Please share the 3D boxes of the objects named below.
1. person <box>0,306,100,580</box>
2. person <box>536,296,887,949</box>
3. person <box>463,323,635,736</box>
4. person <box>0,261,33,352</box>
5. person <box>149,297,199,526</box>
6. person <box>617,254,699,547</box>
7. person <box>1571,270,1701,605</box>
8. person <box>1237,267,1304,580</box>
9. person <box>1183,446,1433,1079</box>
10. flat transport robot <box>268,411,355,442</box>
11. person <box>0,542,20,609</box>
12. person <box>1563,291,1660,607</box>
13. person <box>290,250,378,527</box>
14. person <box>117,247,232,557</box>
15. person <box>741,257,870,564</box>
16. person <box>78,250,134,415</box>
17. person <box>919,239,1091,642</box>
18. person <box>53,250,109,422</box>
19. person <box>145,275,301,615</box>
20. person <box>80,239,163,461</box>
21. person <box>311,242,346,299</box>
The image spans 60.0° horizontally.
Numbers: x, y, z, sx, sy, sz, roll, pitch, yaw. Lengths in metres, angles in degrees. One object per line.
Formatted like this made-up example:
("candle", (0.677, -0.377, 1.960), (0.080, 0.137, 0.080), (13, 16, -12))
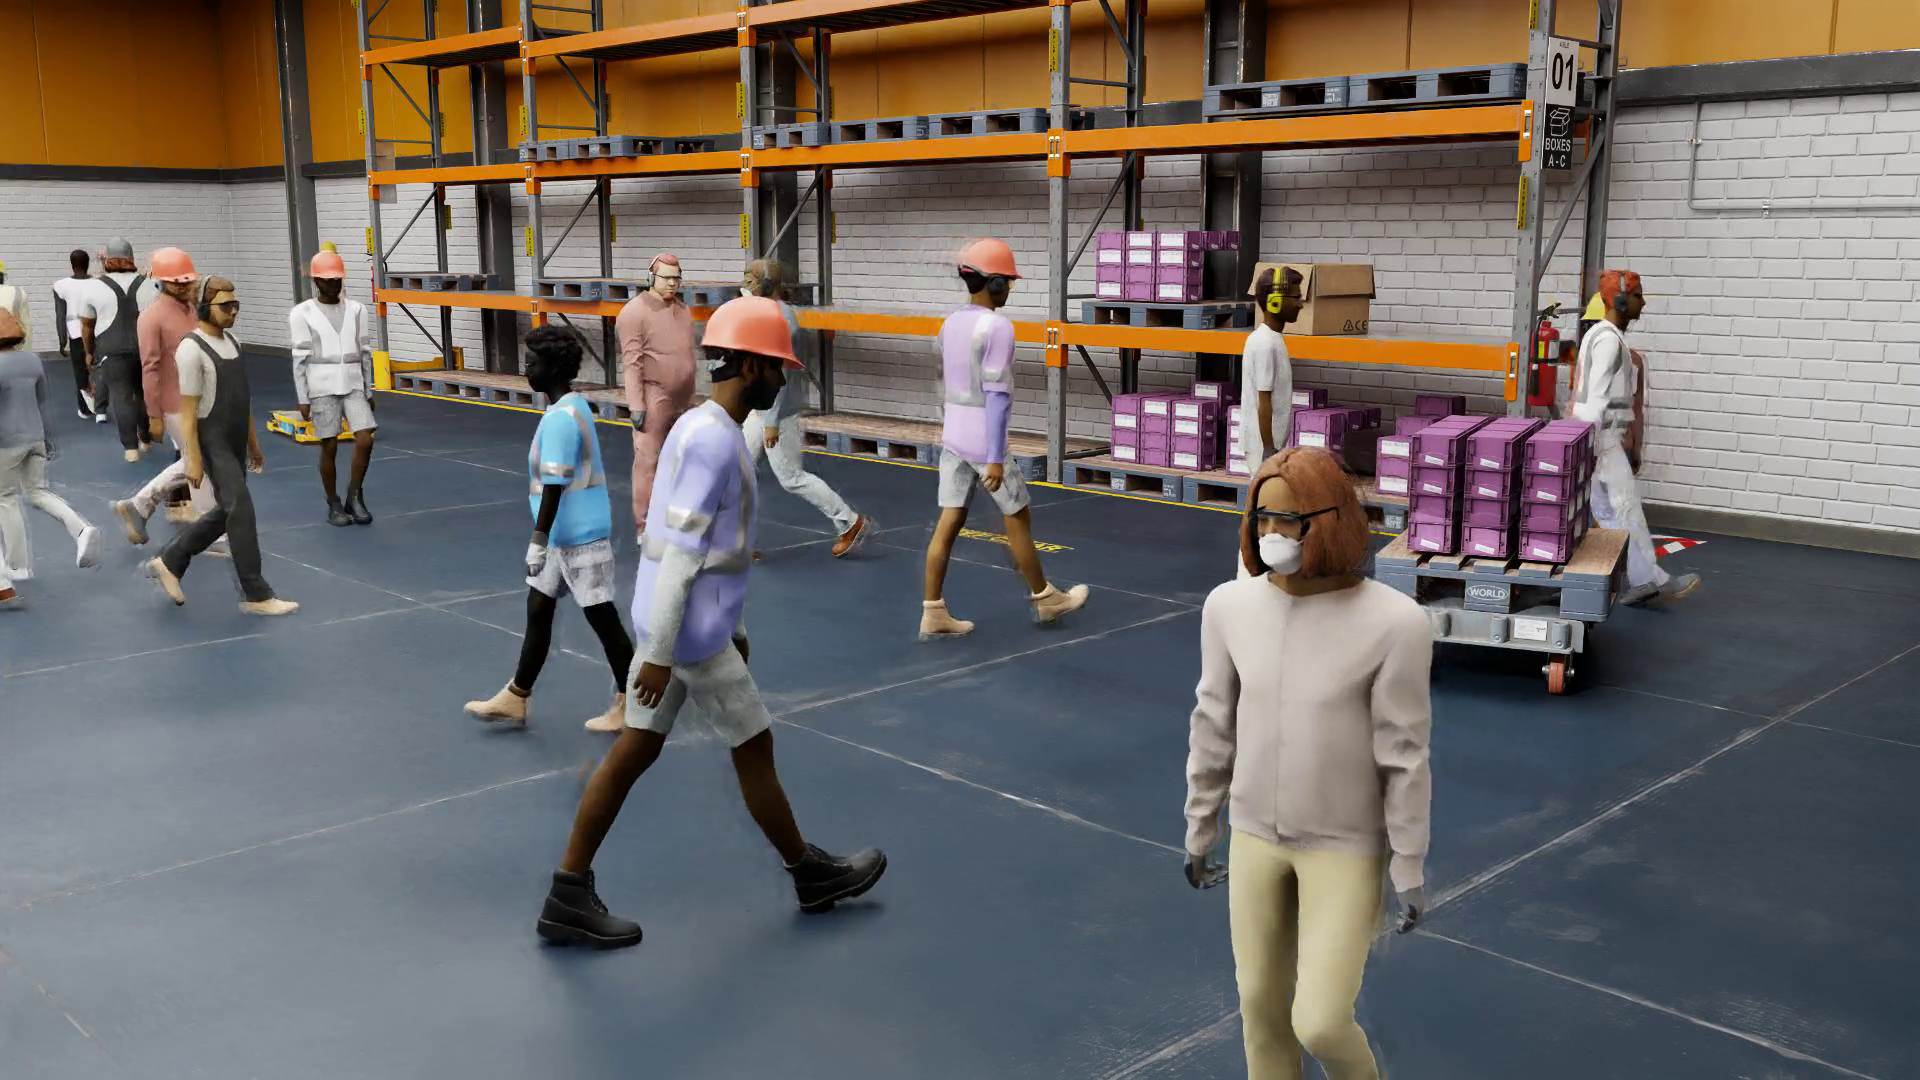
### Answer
("person", (-5.430, -0.555, 9.716), (0.590, 1.613, 0.519), (2, 11, 11))
("person", (-0.747, 0.239, 4.775), (1.076, 1.846, 0.548), (-4, 11, -18))
("person", (-1.663, -0.021, 6.644), (0.819, 1.657, 0.552), (-2, 11, -10))
("person", (-10.200, -2.090, 17.665), (0.593, 1.787, 0.937), (-7, 13, -35))
("person", (-5.316, -0.906, 11.496), (0.583, 1.674, 0.538), (2, 11, 10))
("person", (-1.905, -0.892, 10.790), (0.404, 1.903, 0.636), (6, 12, 31))
("person", (3.560, -0.552, 9.143), (0.999, 1.837, 0.588), (2, 11, 12))
("person", (1.553, -0.428, 8.357), (0.310, 1.866, 0.529), (1, 10, 8))
("person", (0.678, 0.617, 3.324), (0.525, 1.618, 0.369), (9, 14, 40))
("flat transport robot", (-6.453, -1.164, 16.721), (0.652, 0.197, 1.431), (-7, 13, -35))
("person", (-5.591, -0.529, 8.884), (1.040, 1.887, 0.650), (2, 11, 12))
("person", (3.585, -0.513, 9.222), (0.531, 1.725, 0.894), (-7, 13, -34))
("person", (-4.306, -1.033, 11.507), (0.565, 1.915, 0.511), (-9, 14, -40))
("person", (-4.951, -0.849, 10.418), (0.866, 1.955, 0.639), (1, 10, 7))
("person", (-1.062, -0.776, 10.177), (0.961, 1.899, 0.625), (-4, 11, -20))
("person", (-9.274, -2.235, 18.168), (0.737, 1.878, 0.643), (-2, 11, -10))
("person", (0.191, -0.501, 8.393), (1.020, 1.991, 0.642), (-7, 12, -32))
("person", (-9.505, -2.220, 18.141), (0.613, 1.864, 1.026), (-7, 12, -33))
("person", (-4.001, -0.492, 8.849), (0.823, 1.824, 0.516), (0, 10, 2))
("person", (-7.614, -1.766, 15.175), (0.703, 2.000, 1.003), (-6, 12, -31))
("person", (-9.280, -3.431, 24.566), (0.590, 1.925, 0.373), (4, 11, 22))
